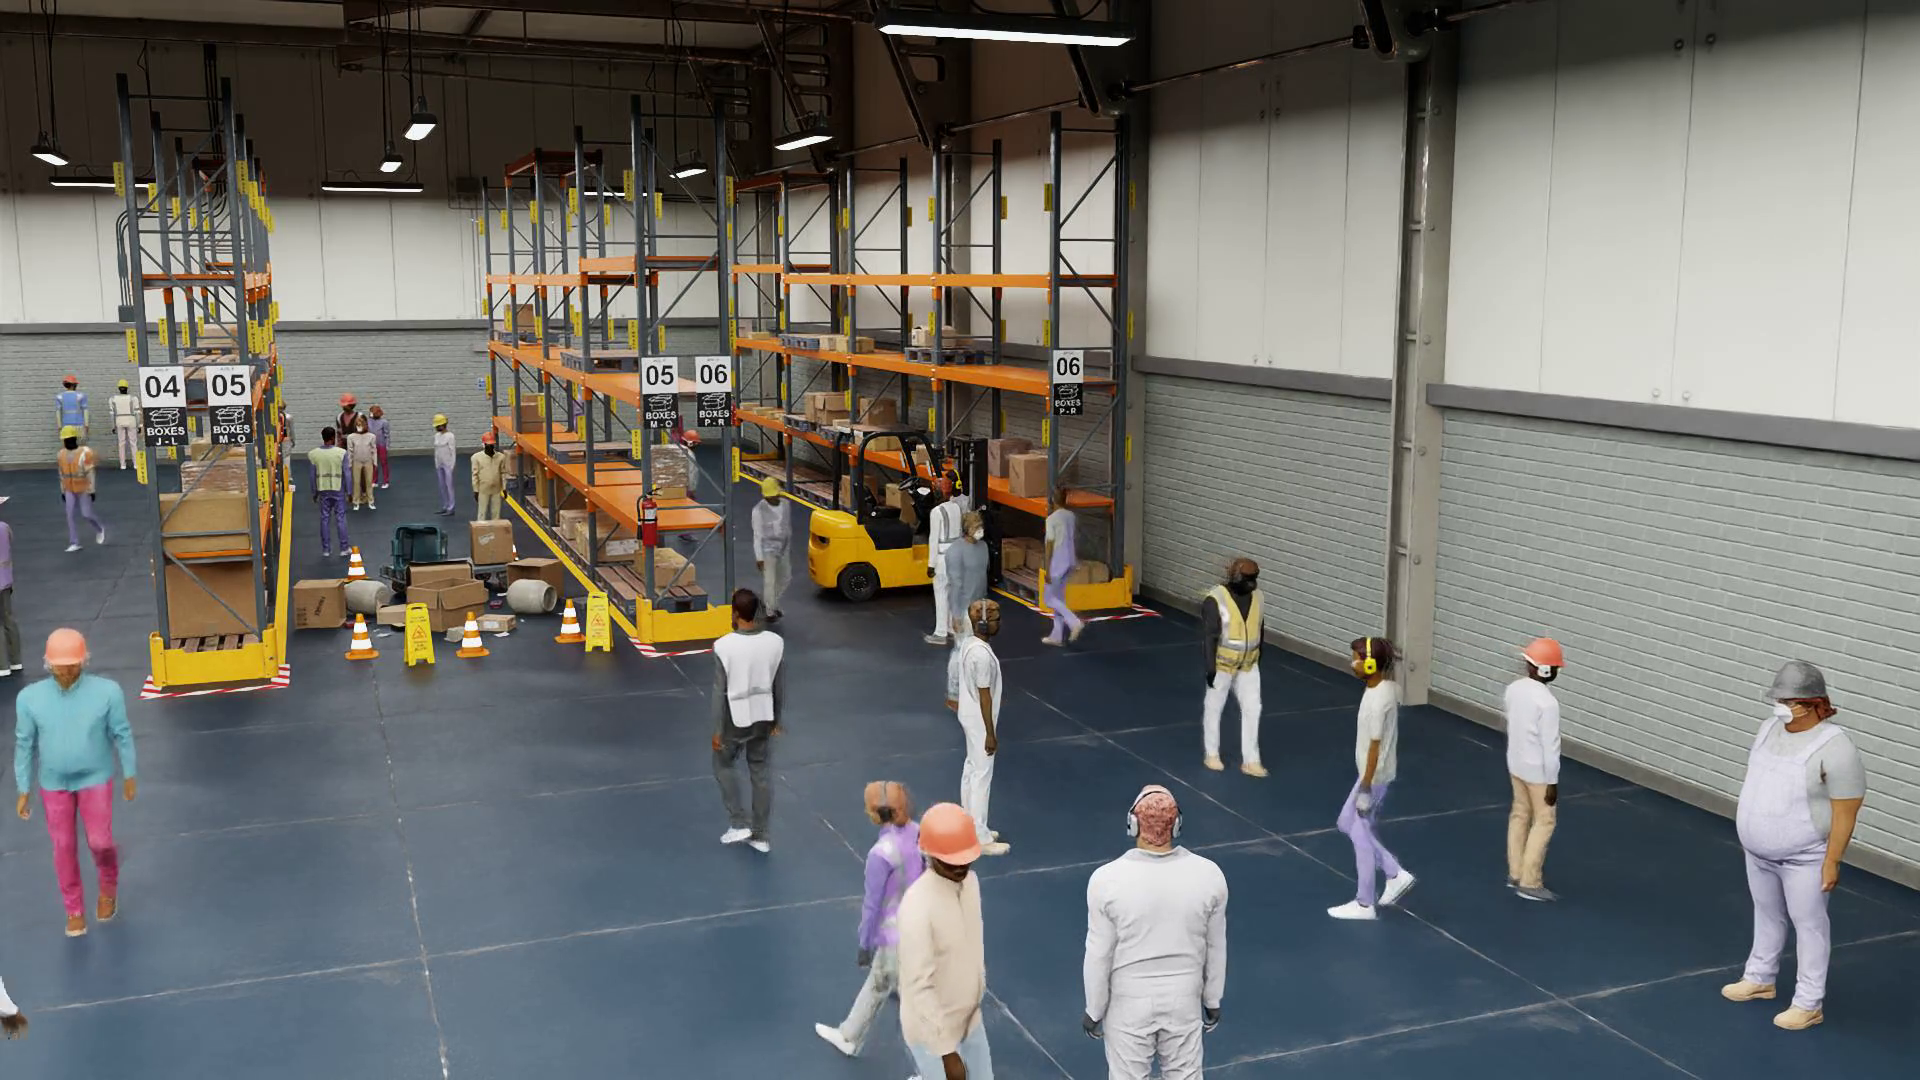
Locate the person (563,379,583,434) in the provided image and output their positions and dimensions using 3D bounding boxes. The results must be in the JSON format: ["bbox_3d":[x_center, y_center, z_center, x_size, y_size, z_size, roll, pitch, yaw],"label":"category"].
[{"bbox_3d":[-8.083,-2.401,34.762,0.396,2.038,0.615,-5,10,-28],"label":"person"}]

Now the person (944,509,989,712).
[{"bbox_3d":[0.085,0.663,15.799,0.351,1.937,0.635,5,11,31],"label":"person"}]

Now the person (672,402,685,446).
[{"bbox_3d":[-6.626,-2.866,38.589,0.351,1.758,0.522,4,10,24],"label":"person"}]

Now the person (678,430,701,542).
[{"bbox_3d":[-4.202,-0.843,25.907,0.365,1.740,0.573,-4,10,-24],"label":"person"}]

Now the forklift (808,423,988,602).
[{"bbox_3d":[-0.830,-0.399,21.676,2.313,2.155,1.214,-4,10,-21],"label":"forklift"}]

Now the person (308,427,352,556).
[{"bbox_3d":[-9.274,-0.713,24.536,0.587,1.913,0.391,0,9,-3],"label":"person"}]

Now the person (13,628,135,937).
[{"bbox_3d":[-5.520,1.507,10.376,0.654,1.971,0.447,-3,10,-20],"label":"person"}]

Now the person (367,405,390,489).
[{"bbox_3d":[-11.316,-1.811,32.328,0.499,1.632,0.285,2,9,14],"label":"person"}]

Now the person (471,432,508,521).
[{"bbox_3d":[-7.197,-0.784,25.476,0.560,1.753,0.328,-7,12,-39],"label":"person"}]

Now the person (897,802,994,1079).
[{"bbox_3d":[-0.011,2.045,7.015,0.482,1.968,0.649,5,10,28],"label":"person"}]

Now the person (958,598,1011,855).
[{"bbox_3d":[0.163,1.327,11.907,0.337,1.845,0.514,-2,9,-13],"label":"person"}]

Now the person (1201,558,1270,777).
[{"bbox_3d":[2.290,1.063,13.703,0.668,1.805,0.812,-3,10,-21],"label":"person"}]

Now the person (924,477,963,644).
[{"bbox_3d":[-0.175,0.231,18.731,0.366,1.880,0.581,5,10,31],"label":"person"}]

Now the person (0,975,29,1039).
[{"bbox_3d":[-4.199,2.090,7.076,0.778,1.861,0.619,-2,9,-11],"label":"person"}]

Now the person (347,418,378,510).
[{"bbox_3d":[-10.536,-1.339,29.354,0.503,1.631,0.283,-4,10,-23],"label":"person"}]

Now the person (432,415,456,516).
[{"bbox_3d":[-8.897,-1.288,28.693,0.539,1.743,0.385,7,11,35],"label":"person"}]

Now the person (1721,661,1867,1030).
[{"bbox_3d":[4.563,1.662,9.187,0.535,2.000,0.684,-3,9,-15],"label":"person"}]

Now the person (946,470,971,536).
[{"bbox_3d":[-0.024,0.090,19.663,0.326,1.861,0.500,-4,10,-23],"label":"person"}]

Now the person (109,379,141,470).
[{"bbox_3d":[-17.782,-2.457,35.467,0.585,1.927,0.367,-3,9,-16],"label":"person"}]

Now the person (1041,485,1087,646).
[{"bbox_3d":[1.173,0.304,18.455,0.554,1.820,0.512,7,12,39],"label":"person"}]

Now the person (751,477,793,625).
[{"bbox_3d":[-2.245,0.118,19.714,0.619,1.788,0.649,8,12,39],"label":"person"}]

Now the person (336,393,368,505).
[{"bbox_3d":[-10.964,-1.629,29.958,0.608,2.033,0.420,2,9,11],"label":"person"}]

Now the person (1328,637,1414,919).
[{"bbox_3d":[2.625,1.526,10.609,0.446,1.849,0.569,2,9,12],"label":"person"}]

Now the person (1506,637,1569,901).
[{"bbox_3d":[3.845,1.506,11.083,0.339,1.750,0.567,-2,9,-10],"label":"person"}]

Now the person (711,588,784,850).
[{"bbox_3d":[-1.556,1.287,11.981,0.630,1.899,0.519,-7,12,-38],"label":"person"}]

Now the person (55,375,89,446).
[{"bbox_3d":[-18.739,-2.462,35.147,0.609,2.040,0.394,-3,9,-17],"label":"person"}]

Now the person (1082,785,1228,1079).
[{"bbox_3d":[0.848,2.019,7.358,0.650,1.906,0.401,-2,9,-10],"label":"person"}]

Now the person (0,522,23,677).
[{"bbox_3d":[-9.976,0.457,17.125,0.384,1.924,0.593,0,9,-1],"label":"person"}]

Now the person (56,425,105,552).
[{"bbox_3d":[-13.251,-0.790,25.036,0.595,1.907,0.642,1,9,4],"label":"person"}]

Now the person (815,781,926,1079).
[{"bbox_3d":[-0.394,1.996,8.487,0.879,1.582,0.520,3,10,20],"label":"person"}]
